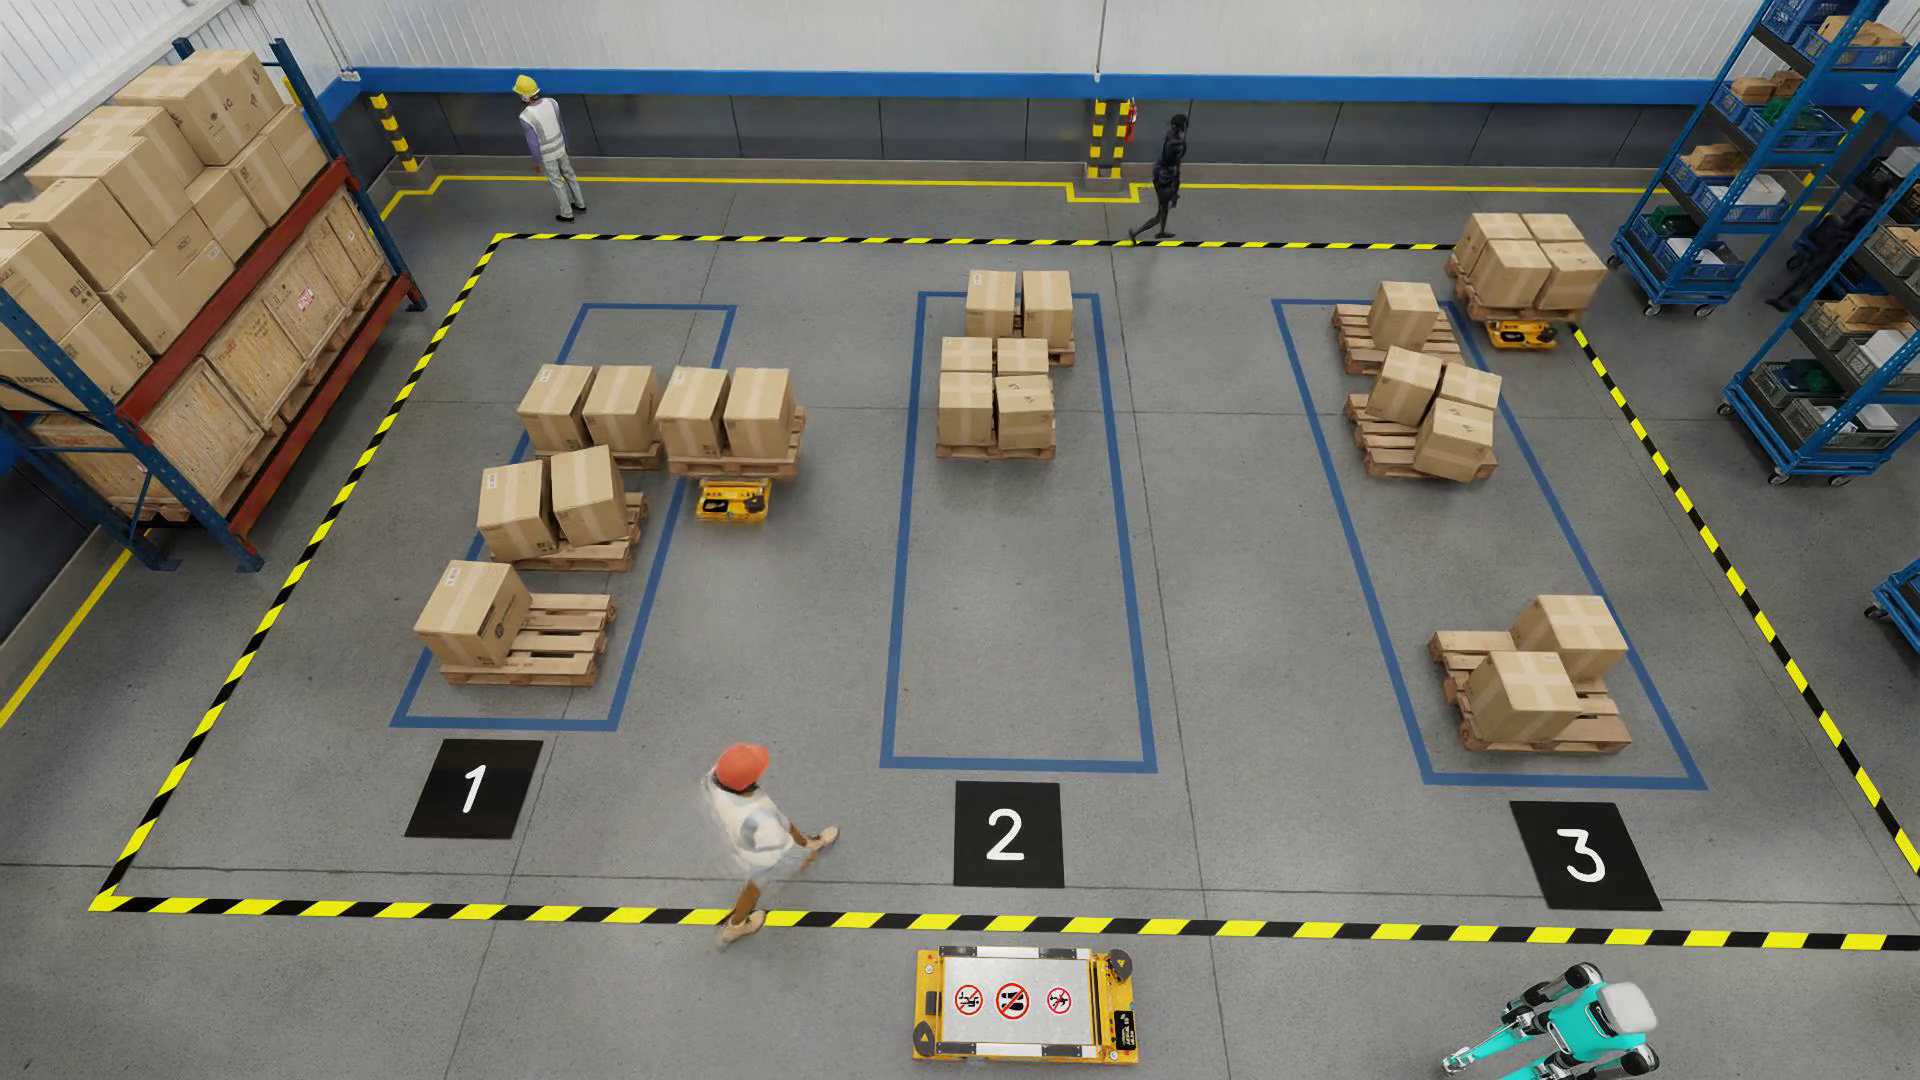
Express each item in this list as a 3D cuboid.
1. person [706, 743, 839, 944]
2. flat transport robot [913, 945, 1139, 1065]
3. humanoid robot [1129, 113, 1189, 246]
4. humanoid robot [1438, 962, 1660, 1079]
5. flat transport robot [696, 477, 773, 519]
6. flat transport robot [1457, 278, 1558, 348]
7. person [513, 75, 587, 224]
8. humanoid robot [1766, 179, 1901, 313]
[{"bbox_3d":[-1.294,1.895,5.835,1.054,1.994,0.622,-32,58,-23],"label":"person"},{"bbox_3d":[0.422,3.041,6.007,1.431,0.231,0.659,1,51,1],"label":"flat transport robot"},{"bbox_3d":[2.438,-4.380,11.161,0.670,1.640,0.601,-8,51,-6],"label":"humanoid robot"},{"bbox_3d":[3.108,2.871,5.111,0.735,1.677,0.533,-12,52,-10],"label":"humanoid robot"},{"bbox_3d":[-2.169,-0.815,9.132,0.652,0.197,1.431,1,51,1],"label":"flat transport robot"},{"bbox_3d":[6.386,-2.779,10.734,0.652,0.197,1.431,1,51,1],"label":"flat transport robot"},{"bbox_3d":[-5.122,-4.861,11.435,0.404,1.836,0.599,19,53,15],"label":"person"},{"bbox_3d":[9.782,-3.238,10.217,0.609,1.643,0.459,-22,54,-17],"label":"humanoid robot"}]
